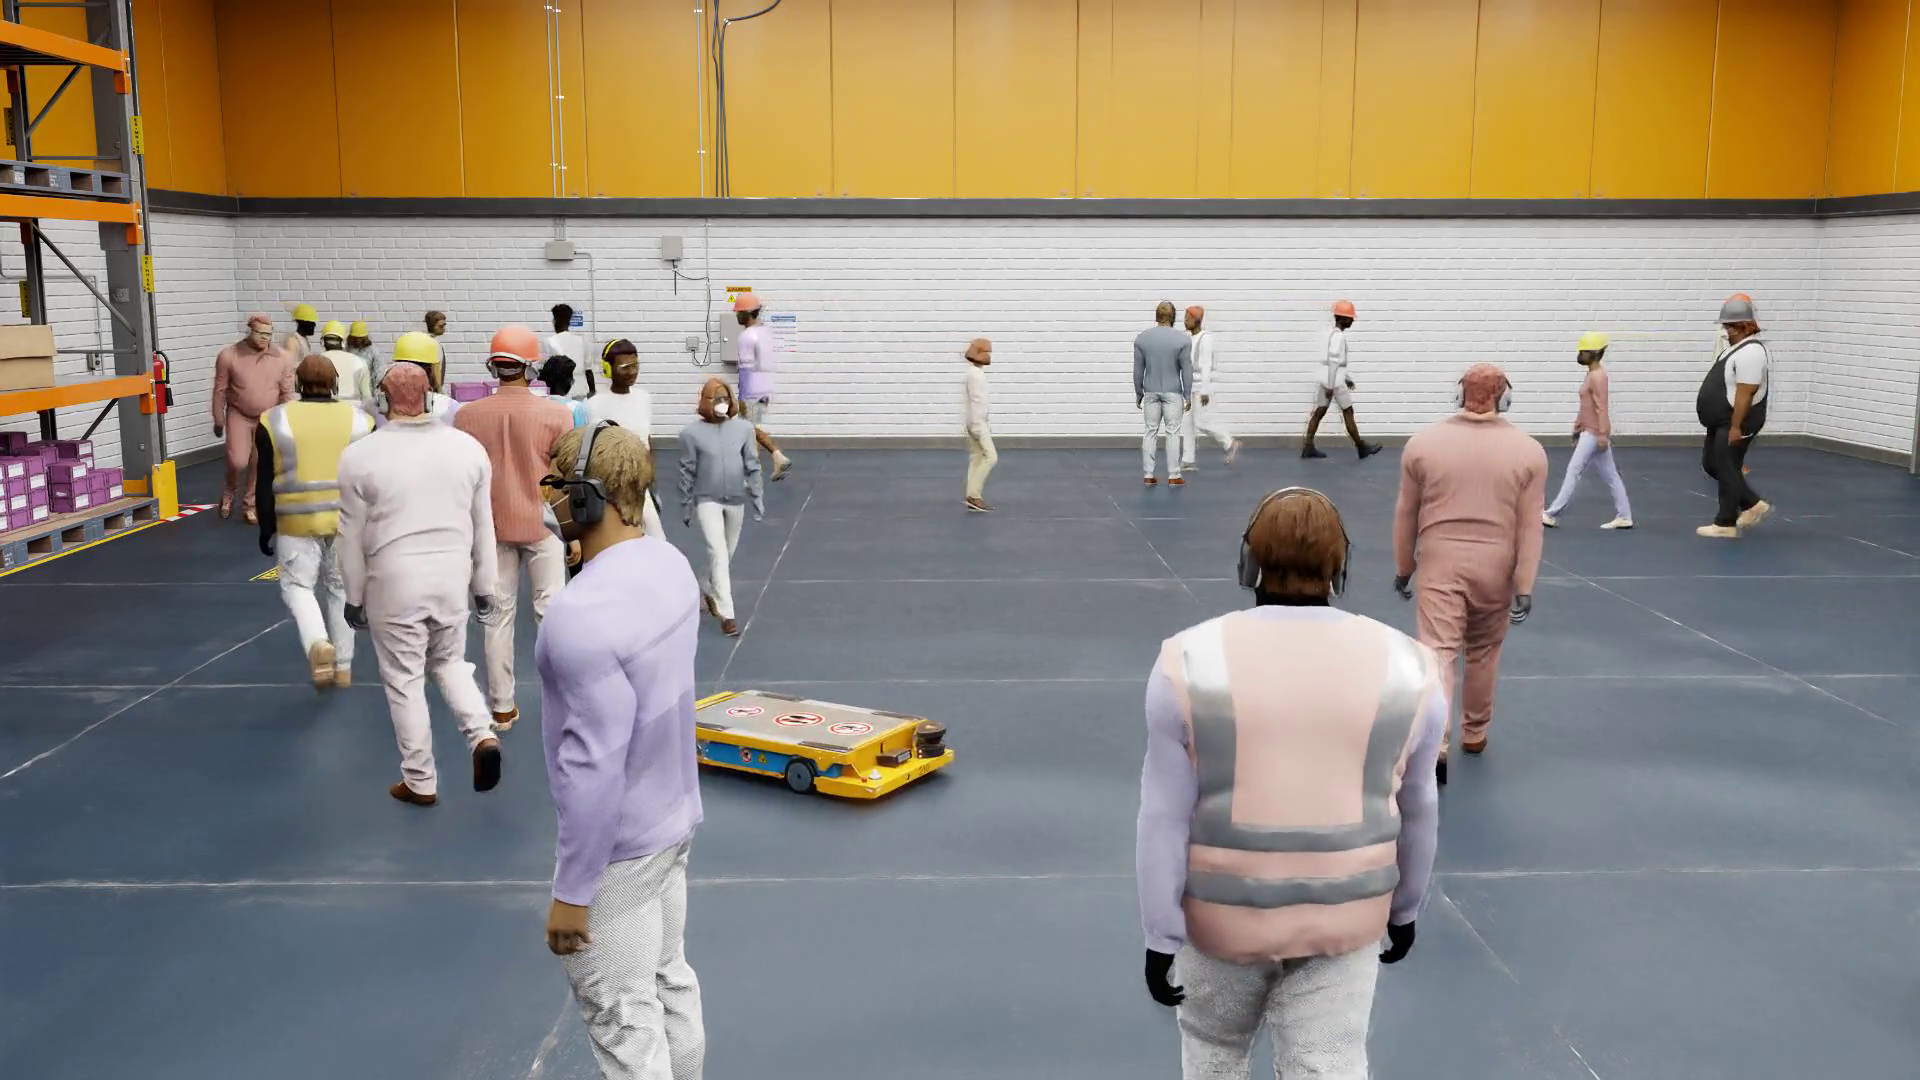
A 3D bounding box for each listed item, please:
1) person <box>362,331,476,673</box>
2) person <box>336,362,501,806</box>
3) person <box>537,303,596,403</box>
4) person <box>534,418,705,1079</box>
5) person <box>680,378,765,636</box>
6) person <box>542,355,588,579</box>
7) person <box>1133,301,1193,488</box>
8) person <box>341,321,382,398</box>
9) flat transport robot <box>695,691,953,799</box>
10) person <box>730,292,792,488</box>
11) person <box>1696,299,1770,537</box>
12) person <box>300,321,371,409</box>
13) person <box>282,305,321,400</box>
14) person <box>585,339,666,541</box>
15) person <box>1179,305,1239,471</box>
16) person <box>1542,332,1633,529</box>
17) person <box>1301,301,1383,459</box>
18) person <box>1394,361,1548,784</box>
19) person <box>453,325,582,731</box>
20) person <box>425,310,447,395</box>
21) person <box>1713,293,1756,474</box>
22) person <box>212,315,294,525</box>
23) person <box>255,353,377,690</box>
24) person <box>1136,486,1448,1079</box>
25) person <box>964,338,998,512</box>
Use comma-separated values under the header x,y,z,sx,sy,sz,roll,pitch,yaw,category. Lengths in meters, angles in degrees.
x,y,z,sx,sy,sz,roll,pitch,yaw,category
-2.973,-0.180,9.164,0.594,1.924,0.383,1,9,3,person
-2.246,0.204,6.954,0.643,1.887,0.513,-8,12,-41,person
-4.153,-1.576,17.837,0.949,1.915,0.624,7,12,38,person
-0.778,0.691,3.790,0.367,1.939,0.635,1,9,7,person
-1.526,-0.242,10.565,0.510,1.594,0.849,-5,11,-28,person
-2.685,-0.398,11.216,0.533,1.692,0.319,4,10,24,person
2.112,-1.511,17.291,0.633,1.936,0.353,4,10,25,person
-6.885,-1.675,19.103,0.517,1.663,0.934,-1,9,-9,person
-0.808,0.902,7.591,1.431,0.197,0.652,5,11,30,flat transport robot
-2.102,-1.536,17.166,0.530,2.030,0.635,3,10,17,person
6.506,-1.029,14.023,0.561,2.000,0.698,3,10,16,person
-5.757,-1.112,15.287,0.583,1.782,0.879,-7,12,-37,person
-7.628,-1.744,18.993,0.716,1.867,0.591,-2,9,-12,person
-1.966,-0.264,9.888,0.380,1.856,0.569,7,12,38,person
2.741,-1.698,18.662,0.701,1.865,0.601,-3,10,-17,person
5.450,-0.936,14.453,0.918,1.715,0.542,3,10,18,person
4.560,-1.896,19.822,0.996,1.879,0.566,0,9,-2,person
2.263,0.136,7.447,0.648,1.865,0.995,3,10,19,person
-2.154,-0.053,8.173,0.611,1.996,0.387,0,9,1,person
-5.960,-1.656,18.586,0.720,1.819,0.532,-7,11,-35,person
8.584,-1.735,18.491,0.381,1.994,0.622,0,9,0,person
-6.234,-1.054,14.726,0.675,1.866,0.532,-7,11,-36,person
-3.383,-0.075,8.835,0.640,1.825,0.618,-5,11,-30,person
0.693,0.779,3.620,0.646,1.812,0.771,0,9,2,person
0.210,-1.061,15.461,0.363,1.620,0.533,0,9,3,person
